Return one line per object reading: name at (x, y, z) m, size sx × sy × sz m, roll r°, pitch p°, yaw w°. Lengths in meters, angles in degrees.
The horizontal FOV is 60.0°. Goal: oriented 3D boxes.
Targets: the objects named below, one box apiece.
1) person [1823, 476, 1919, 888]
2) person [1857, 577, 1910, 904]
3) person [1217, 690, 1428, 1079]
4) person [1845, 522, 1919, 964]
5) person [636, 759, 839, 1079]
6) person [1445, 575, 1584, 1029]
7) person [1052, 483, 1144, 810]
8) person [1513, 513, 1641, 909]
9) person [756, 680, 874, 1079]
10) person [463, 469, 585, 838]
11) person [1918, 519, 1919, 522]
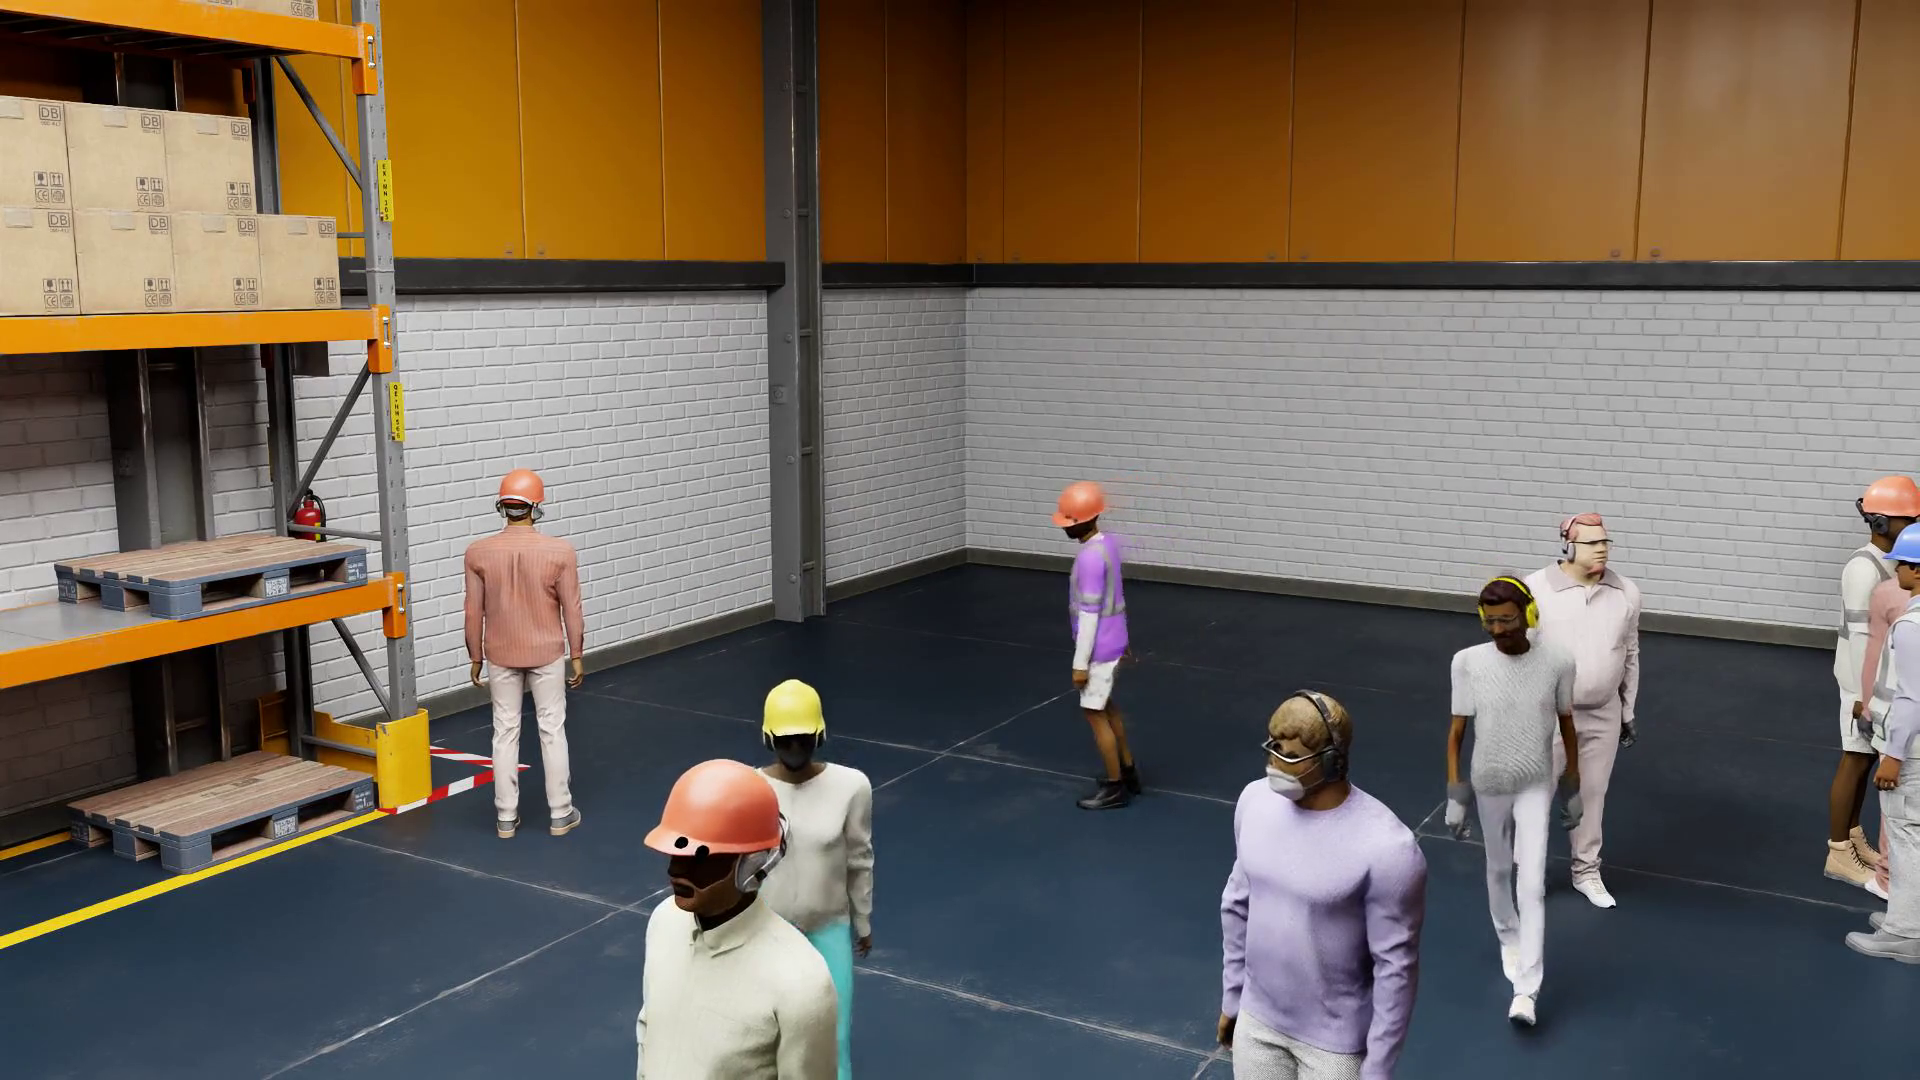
person at (4.563, 0.696, 8.272) m, size 0.375 × 2.044 × 0.607 m, roll 7°, pitch 12°, yaw 38°
person at (4.650, 0.817, 7.960) m, size 0.636 × 1.902 × 0.405 m, roll 3°, pitch 10°, yaw 17°
person at (0.953, 1.346, 4.556) m, size 0.370 × 1.934 × 0.627 m, roll -7°, pitch 12°, yaw -38°
person at (4.221, 0.888, 7.364) m, size 0.617 × 1.946 × 0.396 m, roll -8°, pitch 12°, yaw -42°
person at (-0.519, 1.453, 3.690) m, size 0.612 × 1.997 × 0.376 m, roll 8°, pitch 12°, yaw 41°
person at (2.274, 1.045, 6.817) m, size 0.547 × 1.806 × 0.993 m, roll 3°, pitch 10°, yaw 18°
person at (0.770, 0.596, 9.373) m, size 0.501 × 1.888 × 0.627 m, roll 2°, pitch 9°, yaw 12°
person at (2.928, 0.815, 7.933) m, size 0.651 × 1.913 × 0.409 m, roll 0°, pitch 9°, yaw -3°
person at (-0.538, 1.306, 5.463) m, size 0.545 × 1.719 × 0.891 m, roll -2°, pitch 9°, yaw -10°
person at (-2.333, 0.610, 8.955) m, size 0.626 × 1.992 × 0.387 m, roll -1°, pitch 9°, yaw -5°
person at (7.072, 0.260, 11.762) m, size 0.729 × 1.809 × 0.380 m, roll -1°, pitch 9°, yaw -6°
